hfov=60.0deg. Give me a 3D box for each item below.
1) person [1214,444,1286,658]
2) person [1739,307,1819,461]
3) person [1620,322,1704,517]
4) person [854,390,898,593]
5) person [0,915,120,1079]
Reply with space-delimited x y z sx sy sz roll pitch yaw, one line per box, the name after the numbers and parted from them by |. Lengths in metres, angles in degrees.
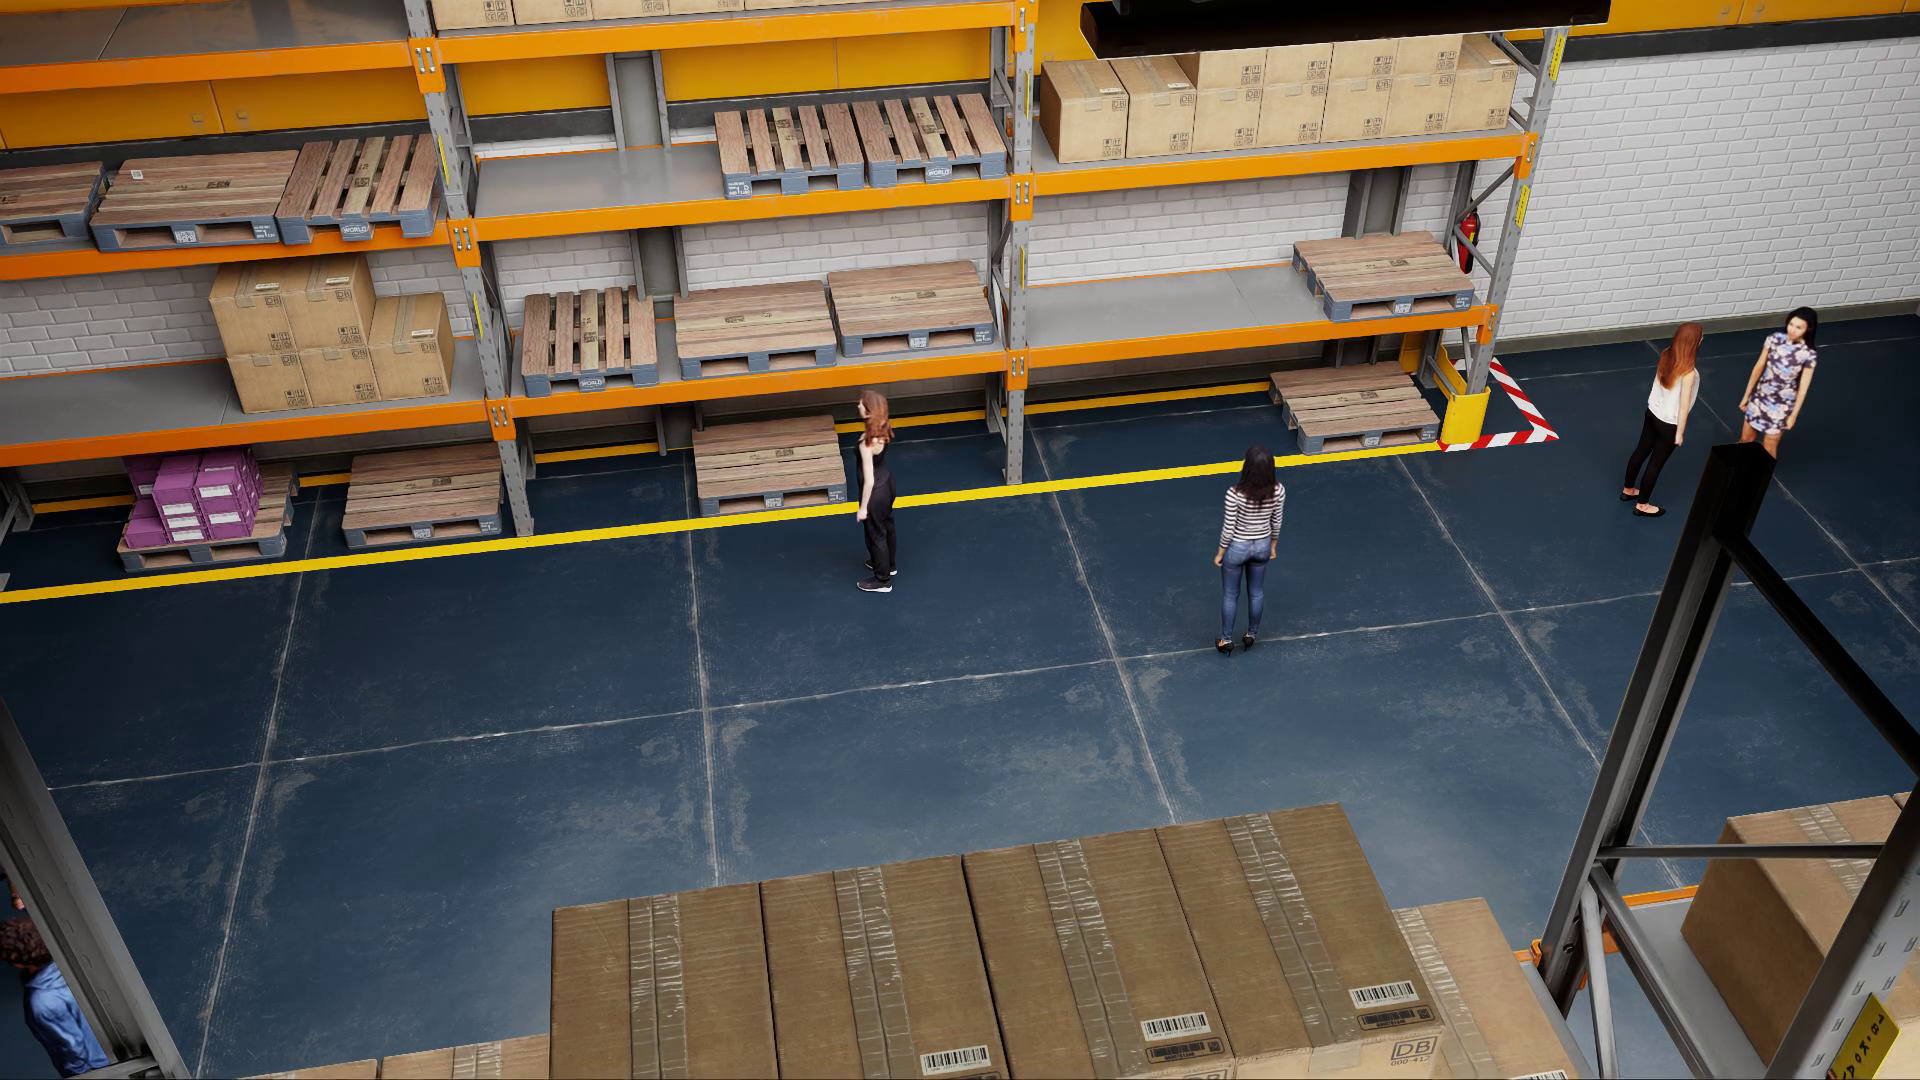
2.020 0.087 11.734 0.424 1.796 0.657 -7 39 -9 | person
6.490 -1.087 13.253 0.674 1.734 0.673 -28 46 -31 | person
5.546 -0.959 13.103 0.499 1.722 0.571 -7 39 -9 | person
-0.611 -0.369 12.343 0.647 1.748 0.648 8 39 10 | person
-4.554 2.563 8.623 0.579 1.810 0.689 -10 40 -13 | person
